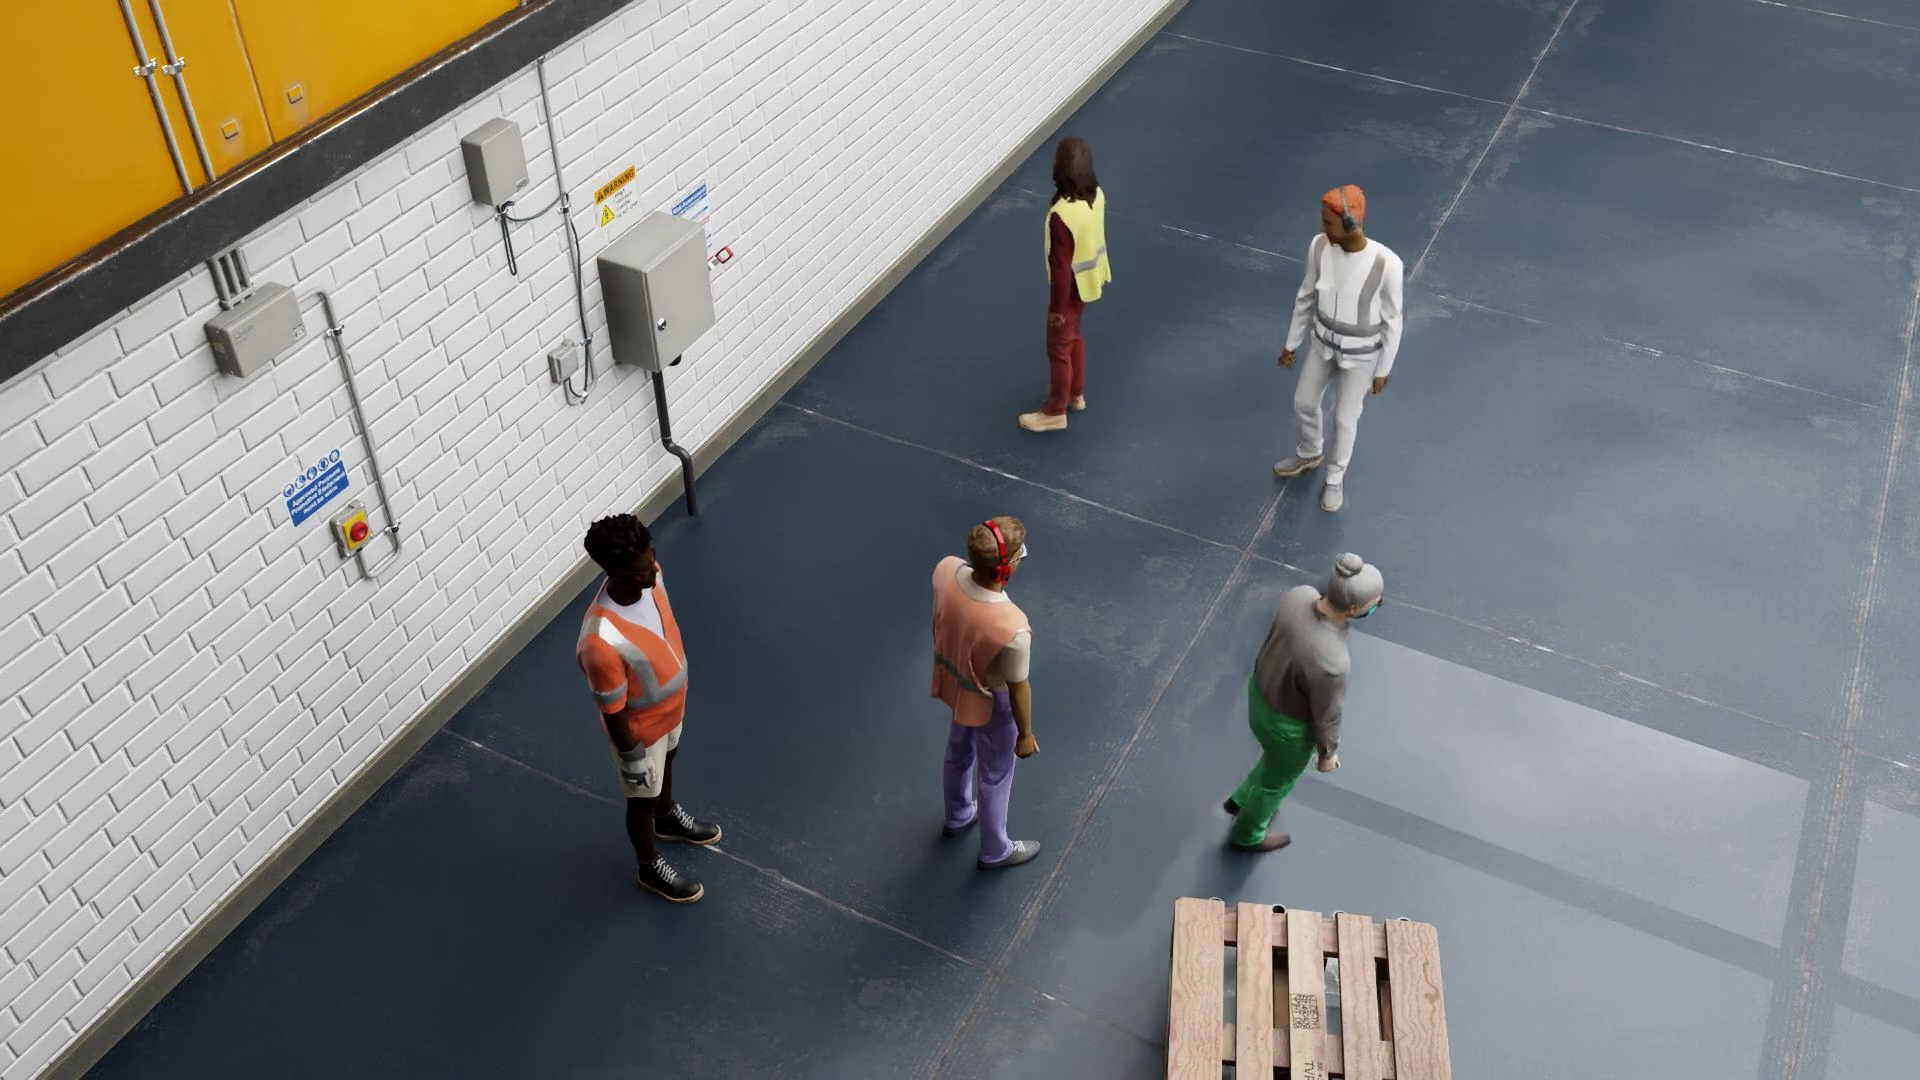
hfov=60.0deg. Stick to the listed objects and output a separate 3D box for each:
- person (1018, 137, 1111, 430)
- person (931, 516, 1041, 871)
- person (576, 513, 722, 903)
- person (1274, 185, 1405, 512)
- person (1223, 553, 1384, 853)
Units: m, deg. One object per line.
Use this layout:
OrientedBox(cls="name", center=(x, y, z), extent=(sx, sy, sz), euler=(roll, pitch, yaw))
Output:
OrientedBox(cls="person", center=(0.626, -1.408, 9.335), extent=(0.408, 1.759, 0.521), euler=(15, 43, 16))
OrientedBox(cls="person", center=(0.092, 0.657, 6.869), extent=(0.374, 1.843, 0.569), euler=(-26, 47, -27))
OrientedBox(cls="person", center=(-1.265, 0.681, 6.751), extent=(0.368, 1.966, 0.605), euler=(6, 41, 7))
OrientedBox(cls="person", center=(2.030, -1.002, 8.791), extent=(0.624, 1.864, 0.372), euler=(32, 50, 32))
OrientedBox(cls="person", center=(1.385, 0.699, 6.835), extent=(0.442, 1.827, 0.547), euler=(-5, 41, -6))
